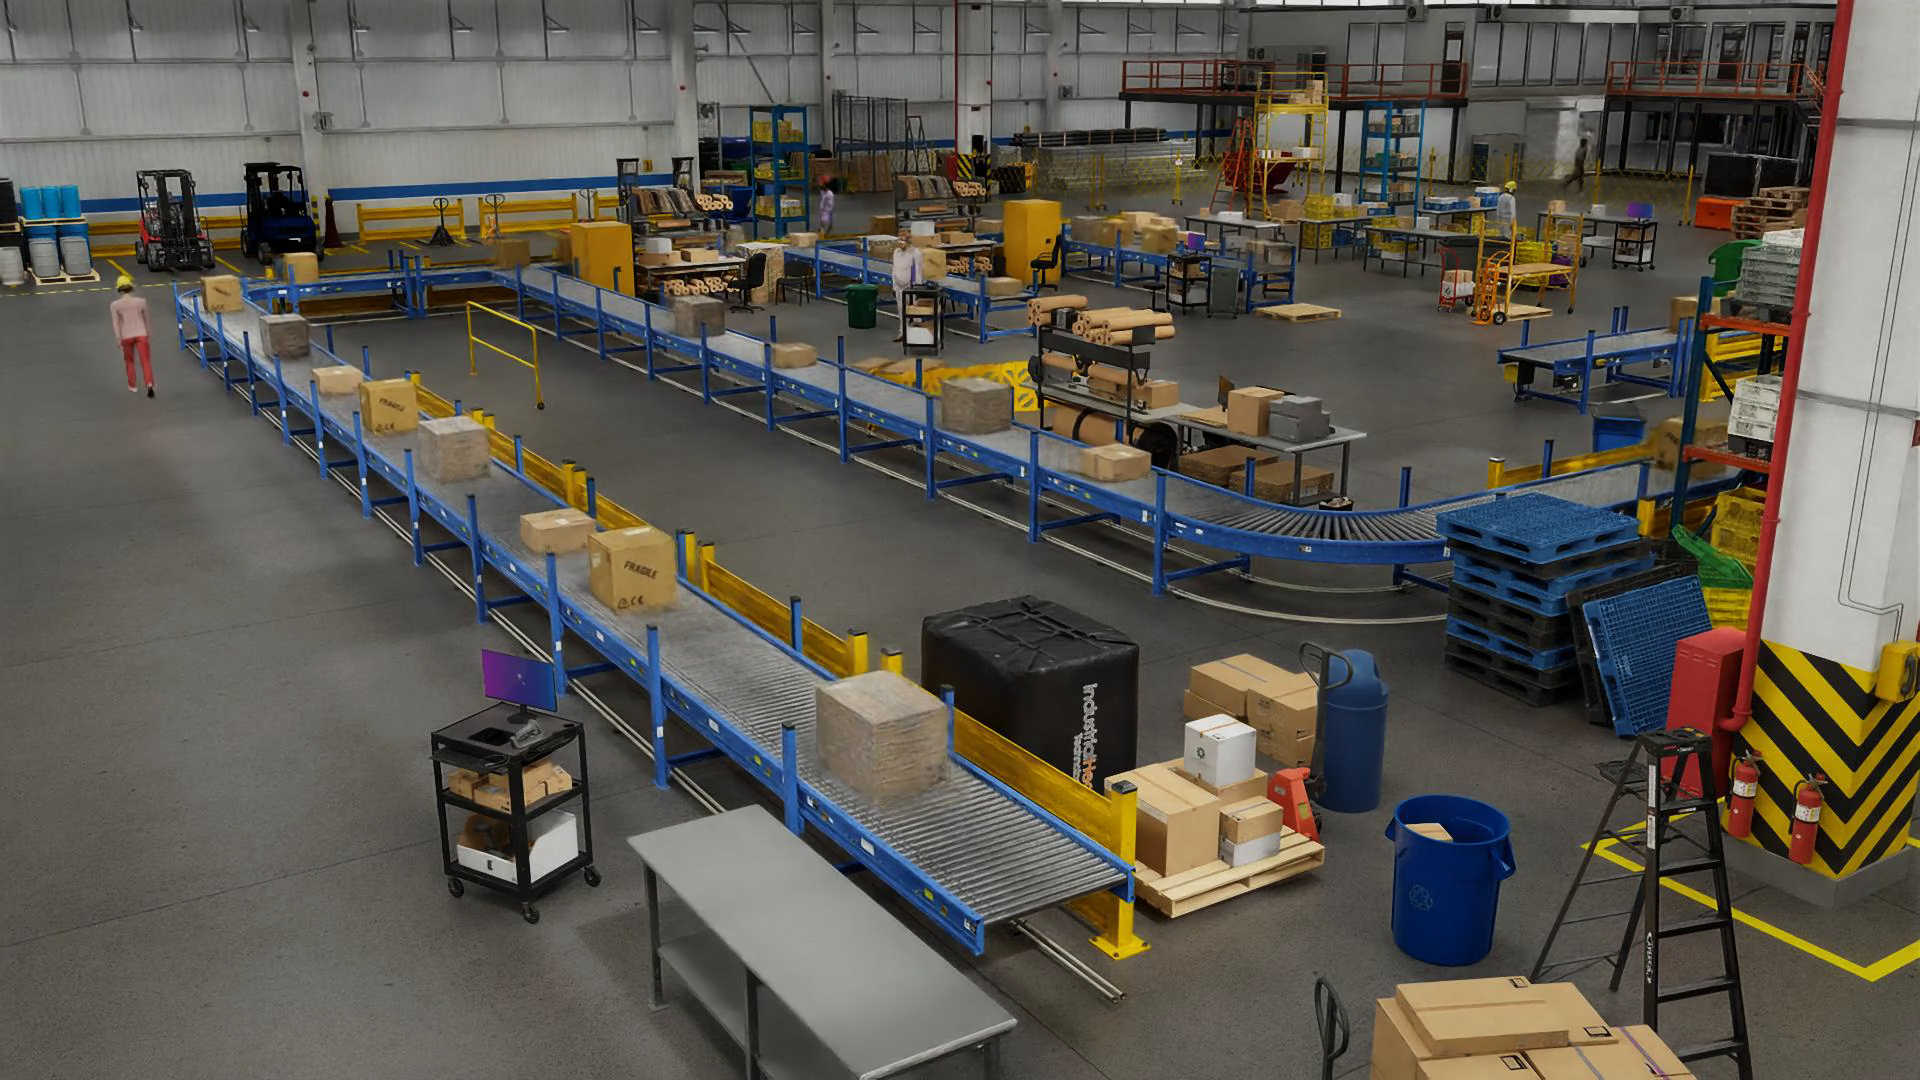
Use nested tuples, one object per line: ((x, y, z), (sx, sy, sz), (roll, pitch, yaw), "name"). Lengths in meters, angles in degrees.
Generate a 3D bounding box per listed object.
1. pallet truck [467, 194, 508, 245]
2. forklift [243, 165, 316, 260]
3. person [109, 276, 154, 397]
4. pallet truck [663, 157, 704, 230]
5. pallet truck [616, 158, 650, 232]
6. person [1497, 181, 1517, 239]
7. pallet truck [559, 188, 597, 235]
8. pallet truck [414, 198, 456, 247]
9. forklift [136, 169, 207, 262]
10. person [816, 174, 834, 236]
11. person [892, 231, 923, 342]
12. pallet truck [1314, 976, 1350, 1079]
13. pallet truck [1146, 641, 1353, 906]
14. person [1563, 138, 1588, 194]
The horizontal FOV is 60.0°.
((-11.983, -8.177, 42.137), (0.704, 1.261, 1.522), (-11, 20, -33), "pallet truck")
((-15.898, -7.669, 38.708), (1.157, 1.987, 2.680), (-11, 20, -33), "forklift")
((-11.881, -2.929, 23.921), (0.524, 1.732, 0.838), (-10, 19, -29), "person")
((-7.586, -9.308, 44.692), (0.823, 1.965, 1.885), (-11, 20, -33), "pallet truck")
((-8.918, -9.176, 44.255), (0.823, 1.965, 1.885), (-9, 19, -27), "pallet truck")
((12.721, -7.407, 38.664), (0.403, 1.825, 0.586), (-6, 18, -18), "person")
((-10.010, -8.652, 43.699), (0.653, 1.274, 1.630), (-10, 20, -31), "pallet truck")
((-13.250, -8.060, 41.856), (0.680, 1.201, 1.601), (-10, 20, -31), "pallet truck")
((-17.842, -7.318, 37.559), (1.157, 1.987, 2.680), (-10, 20, -31), "forklift")
((-3.040, -7.366, 38.170), (0.552, 2.032, 0.625), (-6, 18, -21), "person")
((-0.910, -4.254, 28.058), (0.639, 1.897, 0.397), (14, 22, 39), "person")
((2.299, 2.390, 7.086), (1.601, 1.201, 0.680), (-2, 17, -7), "pallet truck")
((1.664, 1.407, 10.232), (1.630, 1.274, 0.653), (-10, 20, -31), "pallet truck")
((20.704, -12.542, 55.739), (0.683, 1.831, 0.515), (4, 17, 13), "person")
